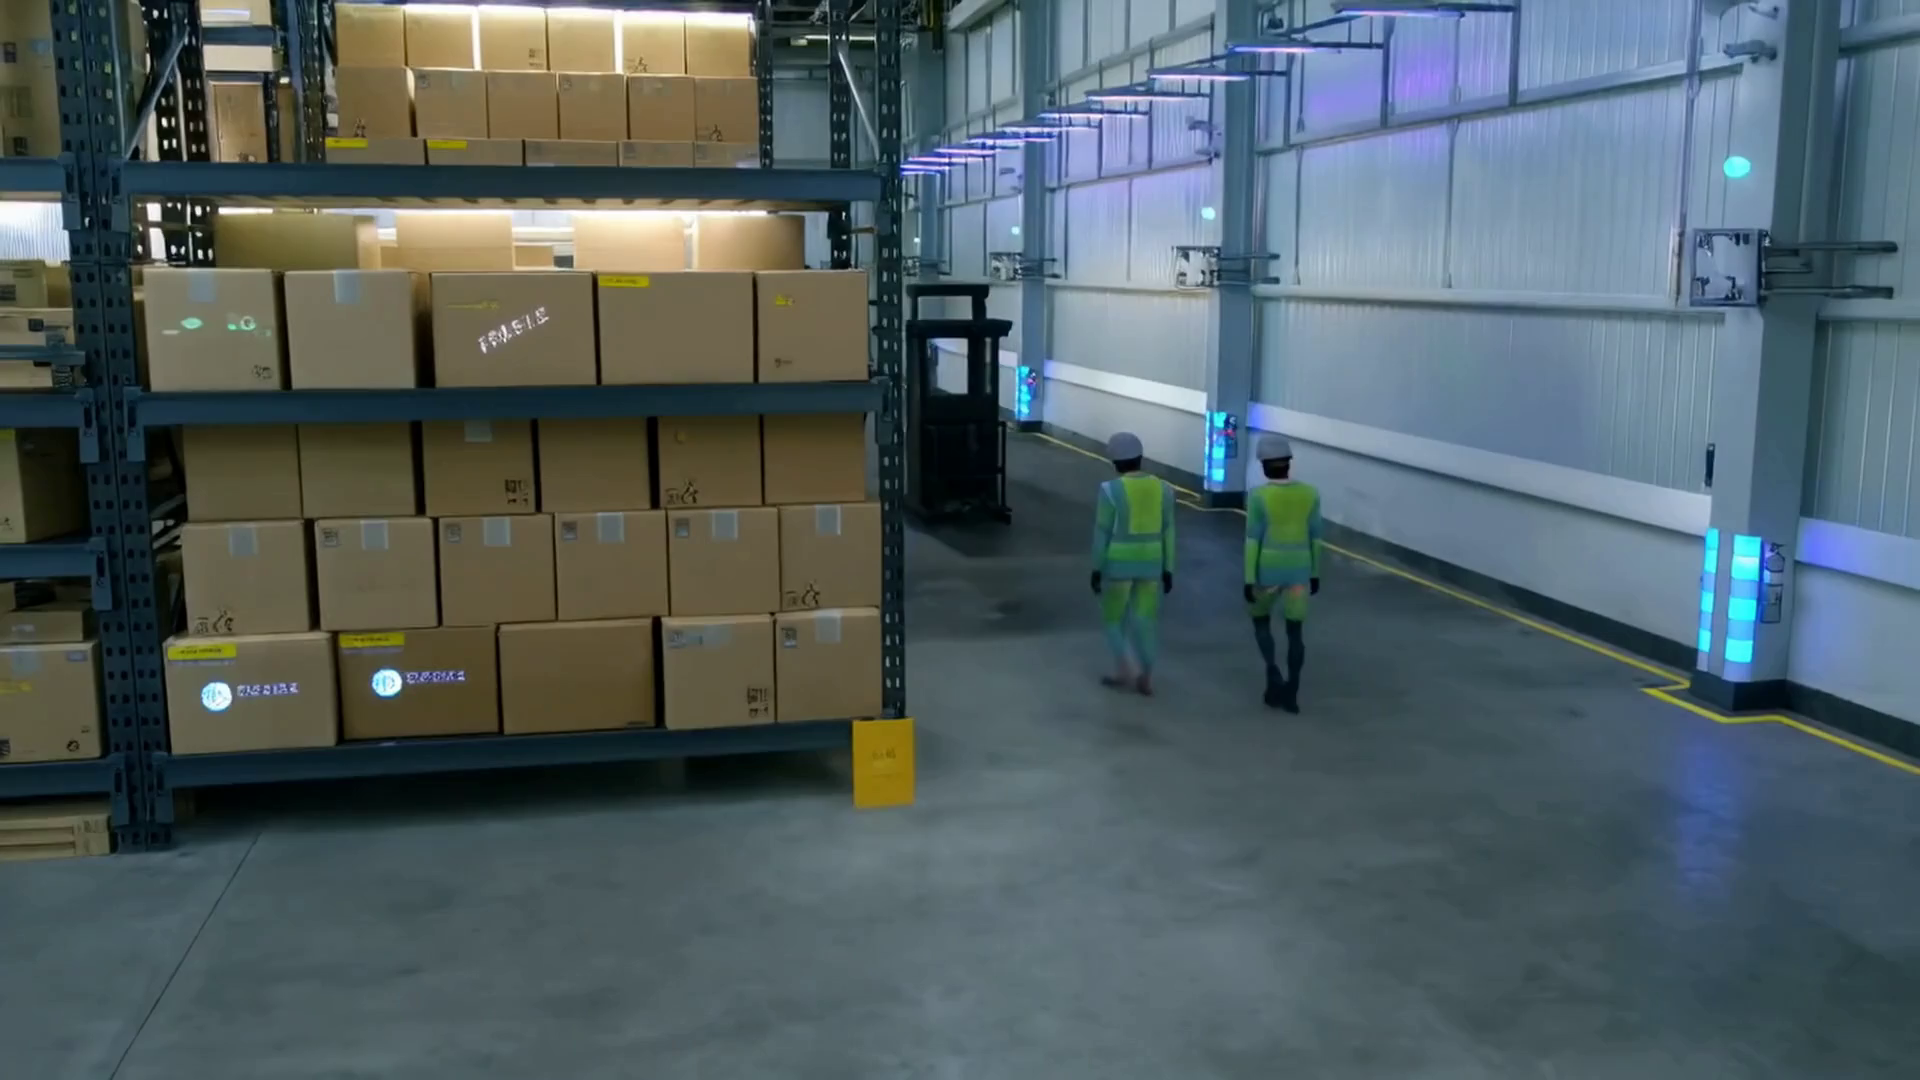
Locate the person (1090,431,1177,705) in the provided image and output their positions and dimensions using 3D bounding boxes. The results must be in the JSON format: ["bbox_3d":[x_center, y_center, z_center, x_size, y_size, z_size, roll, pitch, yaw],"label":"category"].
[{"bbox_3d":[1.227,0.206,11.579,0.645,1.920,0.773,-4,10,-22],"label":"person"}]

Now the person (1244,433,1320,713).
[{"bbox_3d":[2.208,0.224,11.386,0.607,1.909,0.467,-1,9,-9],"label":"person"}]

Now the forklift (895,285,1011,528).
[{"bbox_3d":[-0.154,-1.658,19.905,1.129,2.768,1.873,-2,10,-12],"label":"forklift"}]
